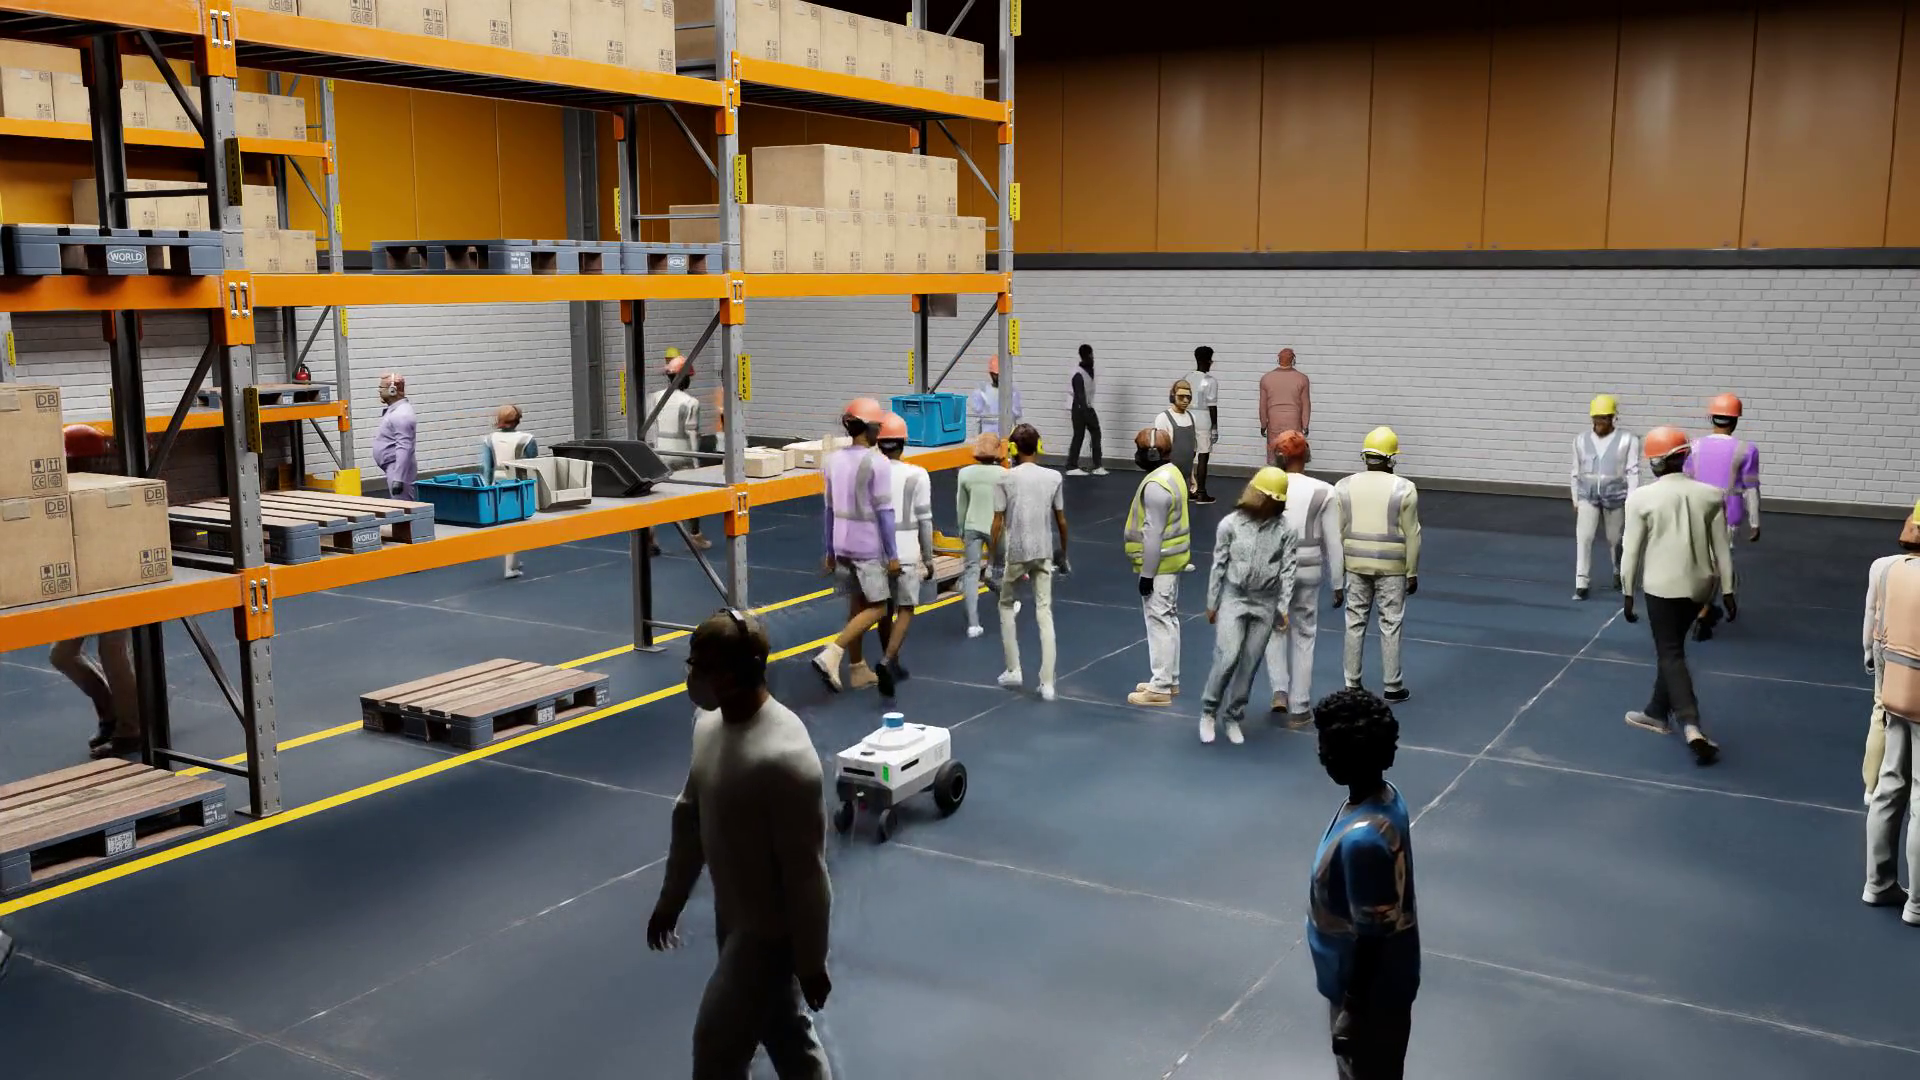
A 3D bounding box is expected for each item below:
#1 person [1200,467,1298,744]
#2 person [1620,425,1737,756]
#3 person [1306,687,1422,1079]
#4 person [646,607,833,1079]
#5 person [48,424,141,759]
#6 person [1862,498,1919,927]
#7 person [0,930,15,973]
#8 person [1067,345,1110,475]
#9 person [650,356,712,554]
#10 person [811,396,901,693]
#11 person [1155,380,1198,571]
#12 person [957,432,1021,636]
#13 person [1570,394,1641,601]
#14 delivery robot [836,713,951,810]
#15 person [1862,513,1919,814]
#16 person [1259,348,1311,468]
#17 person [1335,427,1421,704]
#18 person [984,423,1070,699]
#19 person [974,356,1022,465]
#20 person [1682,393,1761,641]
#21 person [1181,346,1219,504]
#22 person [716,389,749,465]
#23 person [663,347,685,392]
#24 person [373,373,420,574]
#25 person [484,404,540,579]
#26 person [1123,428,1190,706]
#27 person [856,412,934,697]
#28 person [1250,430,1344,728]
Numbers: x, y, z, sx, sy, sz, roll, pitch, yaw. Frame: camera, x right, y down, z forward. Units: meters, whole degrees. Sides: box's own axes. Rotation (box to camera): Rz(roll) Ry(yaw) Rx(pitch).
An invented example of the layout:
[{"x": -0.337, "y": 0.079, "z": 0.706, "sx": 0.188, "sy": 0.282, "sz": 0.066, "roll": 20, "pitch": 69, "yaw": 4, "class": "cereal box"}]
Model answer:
[{"x": 1.735, "y": 0.402, "z": 9.979, "sx": 0.561, "sy": 1.698, "sz": 0.467, "roll": -1, "pitch": 9, "yaw": -4, "class": "person"}, {"x": 4.318, "y": 0.294, "z": 9.942, "sx": 0.656, "sy": 1.941, "sz": 0.938, "roll": -1, "pitch": 9, "yaw": -8, "class": "person"}, {"x": 1.135, "y": 1.251, "z": 4.699, "sx": 0.323, "sy": 1.690, "sz": 0.536, "roll": 3, "pitch": 9, "yaw": 16, "class": "person"}, {"x": -0.698, "y": 1.136, "z": 4.775, "sx": 0.910, "sy": 1.903, "sz": 0.655, "roll": -4, "pitch": 10, "yaw": -26, "class": "person"}, {"x": -5.059, "y": 0.305, "z": 9.711, "sx": 0.648, "sy": 1.975, "sz": 0.438, "roll": 5, "pitch": 10, "yaw": 27, "class": "person"}, {"x": 4.224, "y": 0.722, "z": 7.260, "sx": 0.355, "sy": 1.930, "sz": 0.587, "roll": -1, "pitch": 9, "yaw": -9, "class": "person"}, {"x": -4.008, "y": 0.955, "z": 6.356, "sx": 0.525, "sy": 1.758, "sz": 0.367, "roll": 6, "pitch": 11, "yaw": 33, "class": "person"}, {"x": 1.792, "y": -1.795, "z": 23.198, "sx": 0.718, "sy": 1.860, "sz": 0.685, "roll": 6, "pitch": 11, "yaw": 34, "class": "person"}, {"x": -2.866, "y": -0.848, "z": 16.778, "sx": 0.644, "sy": 2.021, "sz": 0.835, "roll": 5, "pitch": 10, "yaw": 27, "class": "person"}, {"x": -0.746, "y": 0.057, "z": 11.126, "sx": 0.698, "sy": 2.023, "sz": 0.618, "roll": -8, "pitch": 12, "yaw": -41, "class": "person"}, {"x": 2.052, "y": -0.597, "z": 15.765, "sx": 0.508, "sy": 1.842, "sz": 0.336, "roll": -8, "pitch": 12, "yaw": -40, "class": "person"}, {"x": 0.236, "y": -0.069, "z": 13.219, "sx": 0.523, "sy": 1.585, "sz": 0.825, "roll": 4, "pitch": 10, "yaw": 21, "class": "person"}, {"x": 5.676, "y": -0.392, "z": 14.628, "sx": 0.595, "sy": 1.803, "sz": 0.836, "roll": 6, "pitch": 11, "yaw": 32, "class": "person"}, {"x": -0.342, "y": 1.141, "z": 8.628, "sx": 0.477, "sy": 0.478, "sz": 0.707, "roll": 5, "pitch": 10, "yaw": 28, "class": "delivery robot"}, {"x": 5.019, "y": 0.633, "z": 8.763, "sx": 0.277, "sy": 1.628, "sz": 0.500, "roll": -8, "pitch": 12, "yaw": -39, "class": "person"}, {"x": 4.098, "y": -1.463, "z": 20.972, "sx": 0.644, "sy": 1.908, "sz": 0.408, "roll": 3, "pitch": 10, "yaw": 18, "class": "person"}, {"x": 2.761, "y": 0.168, "z": 11.014, "sx": 0.586, "sy": 1.835, "sz": 0.404, "roll": 6, "pitch": 11, "yaw": 32, "class": "person"}, {"x": 0.446, "y": 0.136, "z": 11.234, "sx": 0.628, "sy": 1.831, "sz": 0.776, "roll": -2, "pitch": 9, "yaw": -14, "class": "person"}, {"x": 0.435, "y": -1.196, "z": 19.352, "sx": 0.557, "sy": 1.899, "sz": 0.971, "roll": -3, "pitch": 9, "yaw": -16, "class": "person"}, {"x": 5.982, "y": -0.193, "z": 13.034, "sx": 0.569, "sy": 1.901, "sz": 0.914, "roll": 9, "pitch": 12, "yaw": 43, "class": "person"}, {"x": 2.963, "y": -1.420, "z": 20.549, "sx": 0.372, "sy": 1.958, "sz": 0.606, "roll": -6, "pitch": 11, "yaw": -35, "class": "person"}, {"x": -2.841, "y": -1.398, "z": 21.295, "sx": 0.774, "sy": 1.663, "sz": 0.558, "roll": 4, "pitch": 10, "yaw": 25, "class": "person"}, {"x": -4.172, "y": -1.937, "z": 24.365, "sx": 0.323, "sy": 1.769, "sz": 0.523, "roll": 2, "pitch": 9, "yaw": 14, "class": "person"}, {"x": -5.337, "y": -0.629, "z": 15.758, "sx": 0.406, "sy": 1.911, "sz": 0.639, "roll": -3, "pitch": 10, "yaw": -19, "class": "person"}, {"x": -4.161, "y": -0.466, "z": 15.664, "sx": 0.521, "sy": 1.614, "sz": 0.705, "roll": 2, "pitch": 9, "yaw": 14, "class": "person"}, {"x": 1.298, "y": 0.174, "z": 11.008, "sx": 0.432, "sy": 1.836, "sz": 0.618, "roll": 2, "pitch": 9, "yaw": 14, "class": "person"}, {"x": -0.479, "y": 0.100, "z": 11.197, "sx": 0.541, "sy": 1.915, "sz": 0.824, "roll": 2, "pitch": 9, "yaw": 15, "class": "person"}, {"x": 2.092, "y": 0.240, "z": 10.470, "sx": 0.659, "sy": 1.864, "sz": 0.457, "roll": 3, "pitch": 10, "yaw": 20, "class": "person"}]
